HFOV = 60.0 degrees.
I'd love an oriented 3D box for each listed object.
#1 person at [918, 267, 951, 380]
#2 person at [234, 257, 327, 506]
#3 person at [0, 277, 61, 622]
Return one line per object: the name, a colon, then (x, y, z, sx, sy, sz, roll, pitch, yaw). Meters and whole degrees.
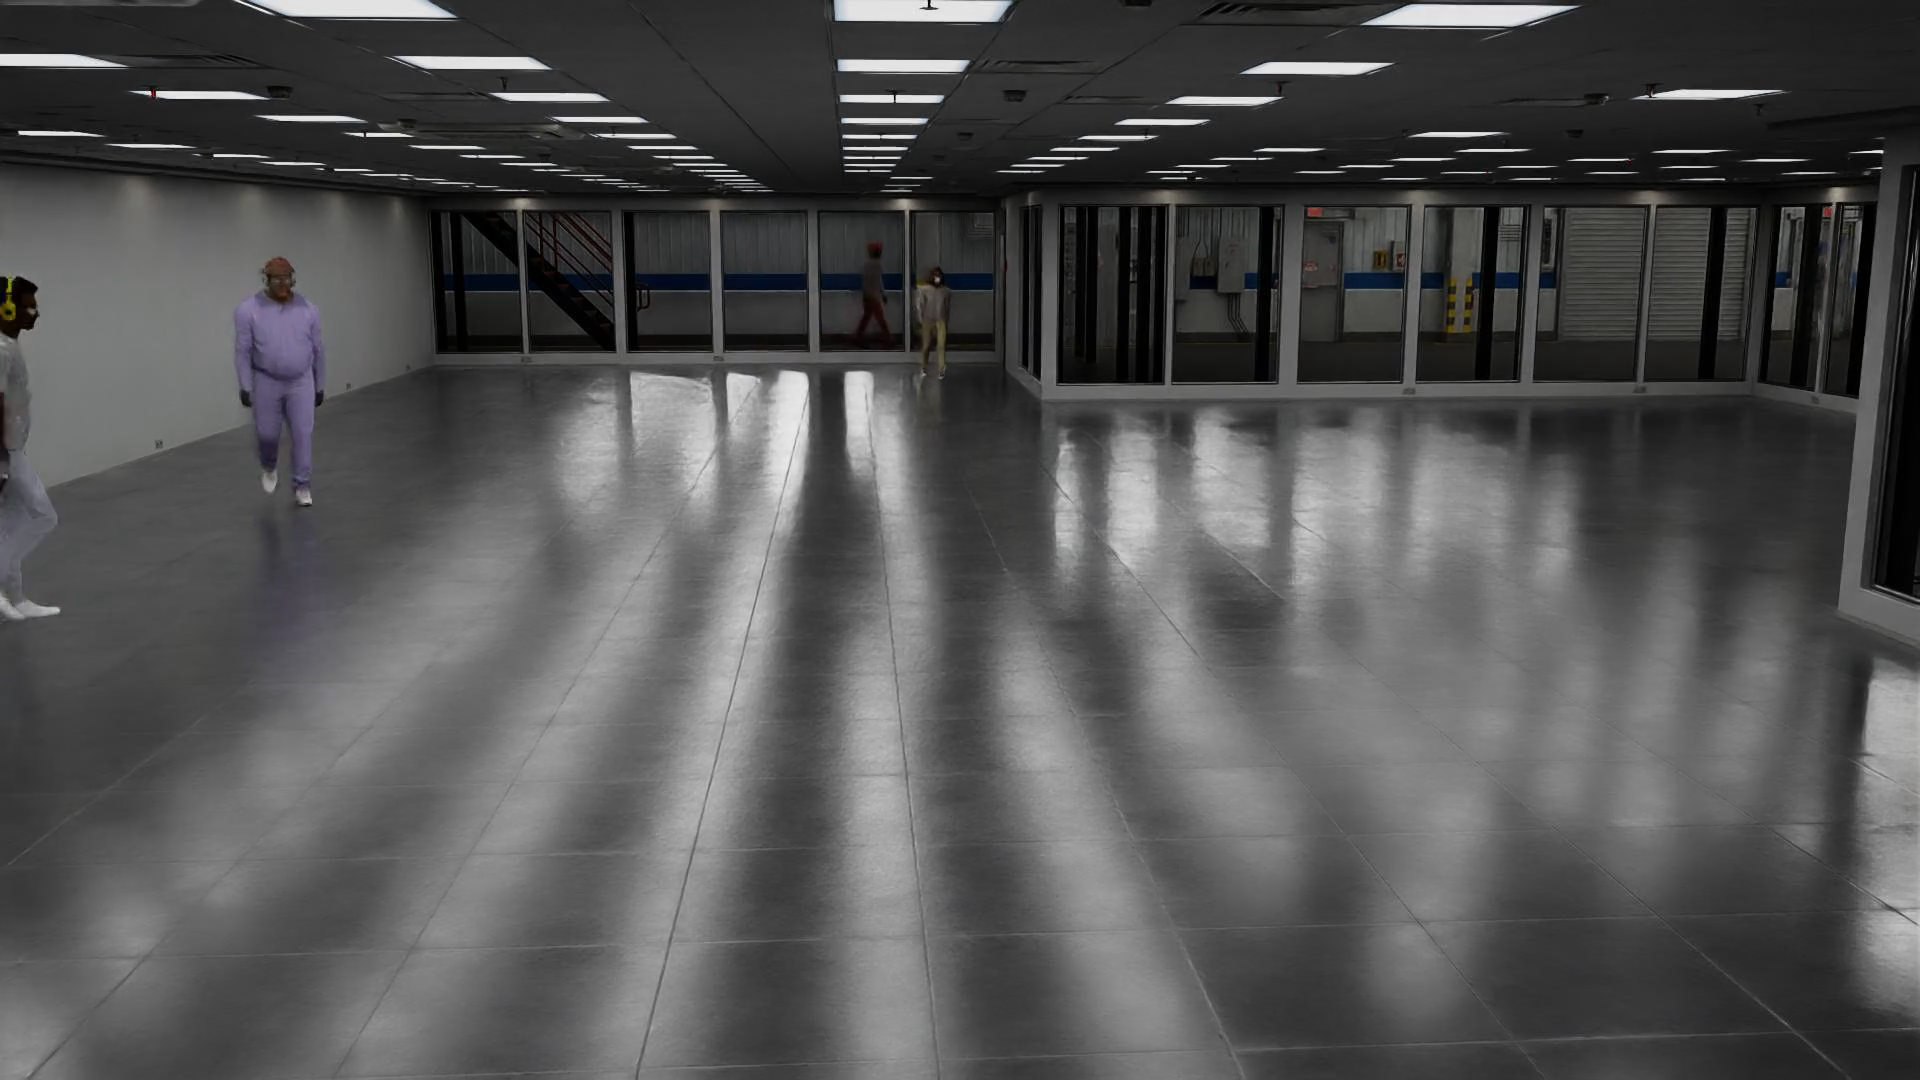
person: (-0.378, -3.107, 23.760, 0.492, 1.602, 0.800, -2, 11, -9)
person: (-5.204, -1.219, 12.784, 0.659, 1.892, 0.619, -6, 12, -29)
person: (-5.054, -0.468, 8.866, 0.392, 1.850, 0.542, -7, 13, -34)
